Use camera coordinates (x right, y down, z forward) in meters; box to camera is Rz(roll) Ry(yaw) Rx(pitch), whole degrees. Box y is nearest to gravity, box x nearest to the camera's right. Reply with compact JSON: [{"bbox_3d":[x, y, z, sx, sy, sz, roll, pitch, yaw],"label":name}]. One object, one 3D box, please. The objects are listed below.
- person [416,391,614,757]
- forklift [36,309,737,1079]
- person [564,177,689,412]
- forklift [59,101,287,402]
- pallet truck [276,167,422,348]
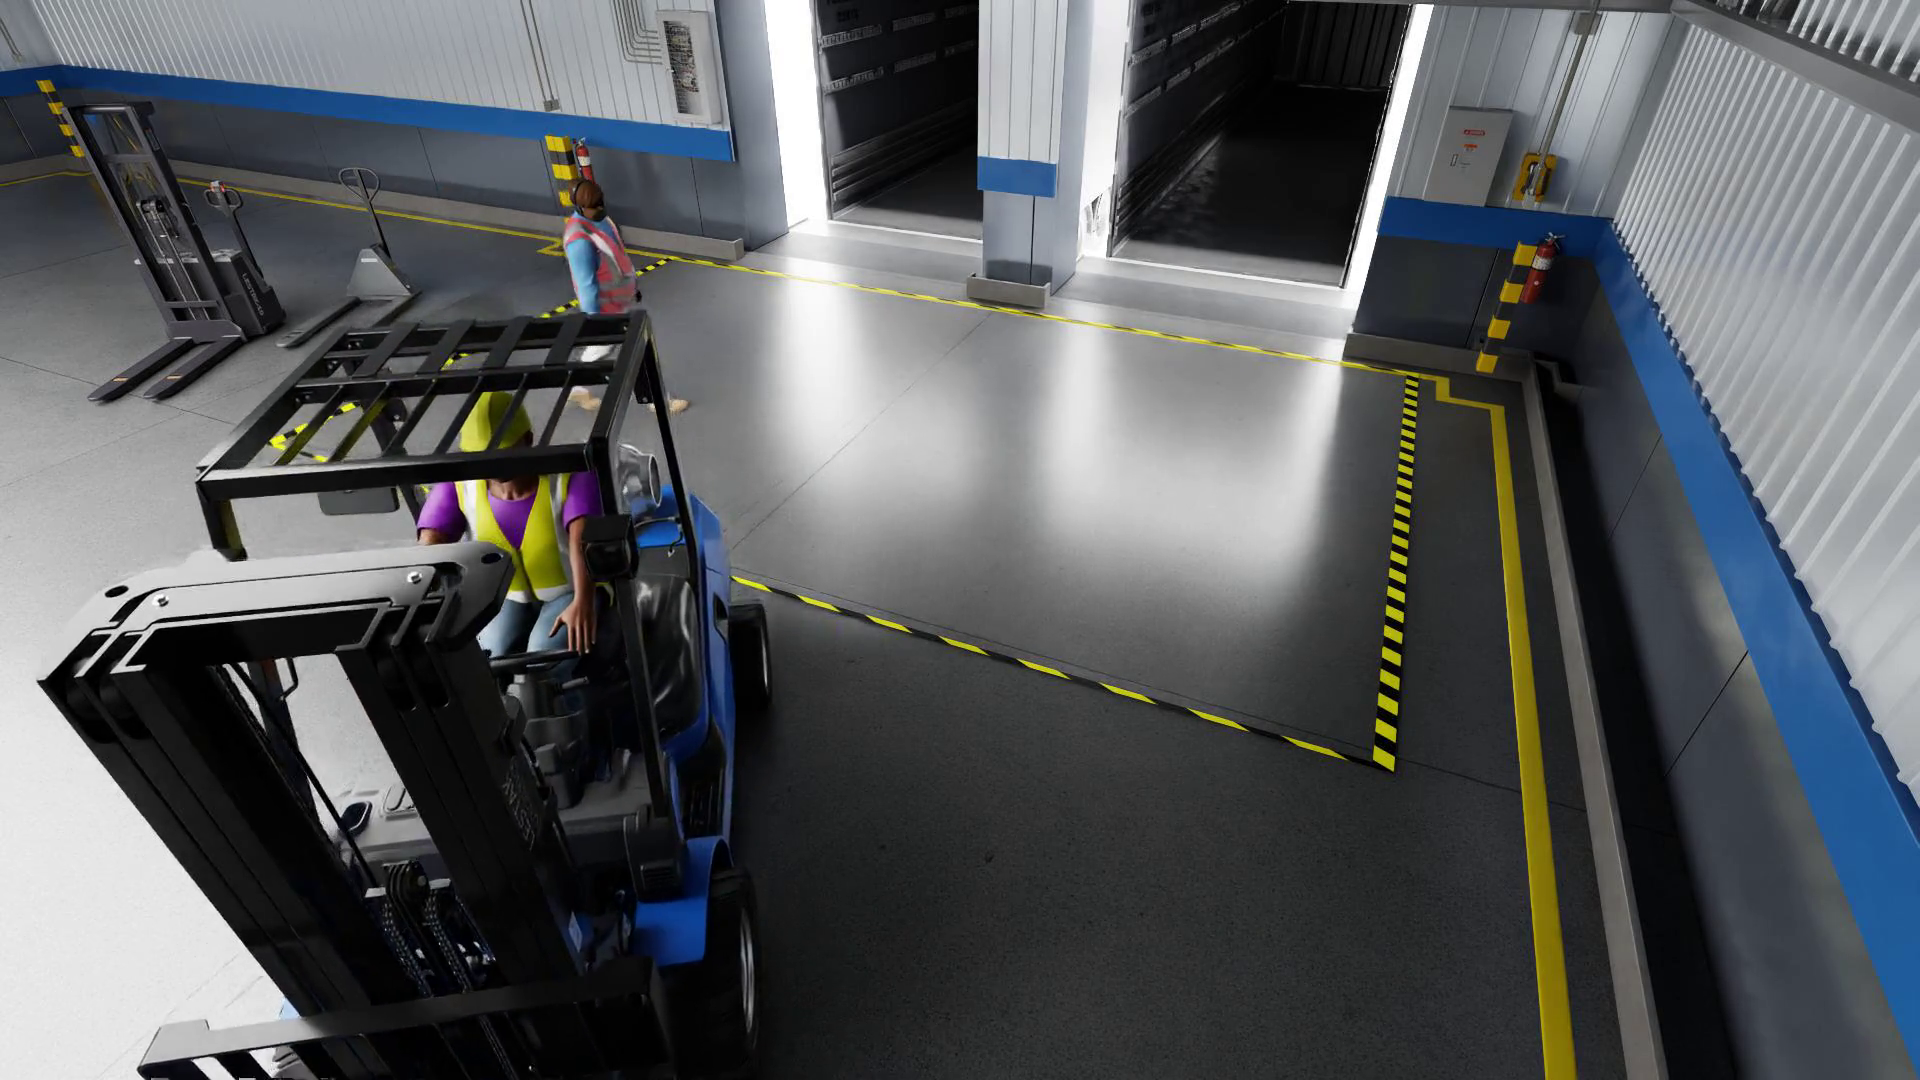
[{"bbox_3d":[-1.478,0.253,3.020,0.635,1.294,1.004,-5,35,-7],"label":"person"},{"bbox_3d":[-1.480,0.372,3.177,1.157,2.036,2.680,-5,35,-7],"label":"forklift"},{"bbox_3d":[-2.596,-1.721,6.668,0.929,1.785,0.638,-7,36,-10],"label":"person"},{"bbox_3d":[-6.686,-2.387,7.434,0.823,1.965,1.885,-3,35,-5],"label":"forklift"},{"bbox_3d":[-5.732,-2.611,8.414,0.680,1.201,1.601,-1,35,-1],"label":"pallet truck"}]
